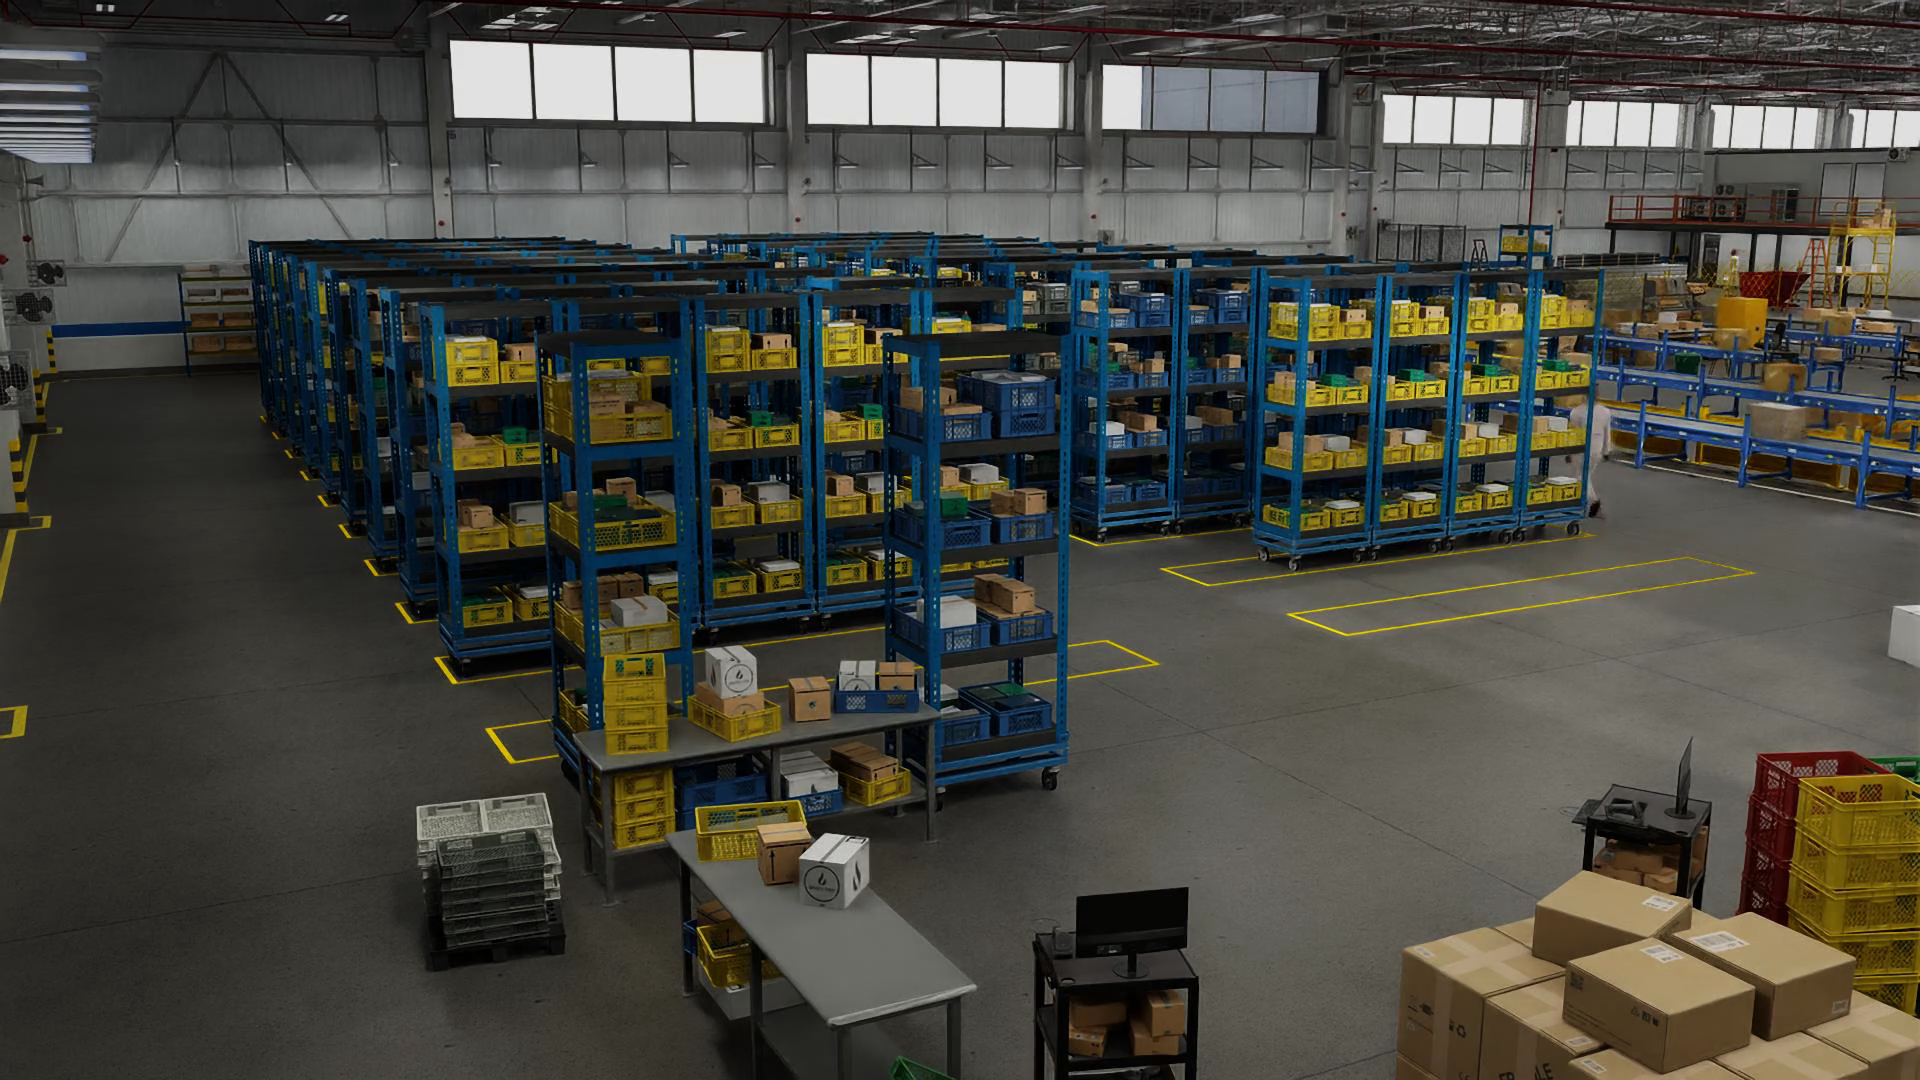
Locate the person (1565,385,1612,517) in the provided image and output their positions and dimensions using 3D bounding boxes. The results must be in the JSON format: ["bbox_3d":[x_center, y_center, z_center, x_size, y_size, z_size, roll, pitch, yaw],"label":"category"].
[{"bbox_3d":[9.057,-1.292,23.919,0.647,1.877,0.858,-3,13,-16],"label":"person"}]

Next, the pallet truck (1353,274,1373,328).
[{"bbox_3d":[13.011,-8.050,55.243,0.823,1.965,1.885,-7,14,-28],"label":"pallet truck"}]

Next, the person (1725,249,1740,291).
[{"bbox_3d":[34.560,-12.059,74.299,0.590,1.868,0.718,-6,13,-25],"label":"person"}]
